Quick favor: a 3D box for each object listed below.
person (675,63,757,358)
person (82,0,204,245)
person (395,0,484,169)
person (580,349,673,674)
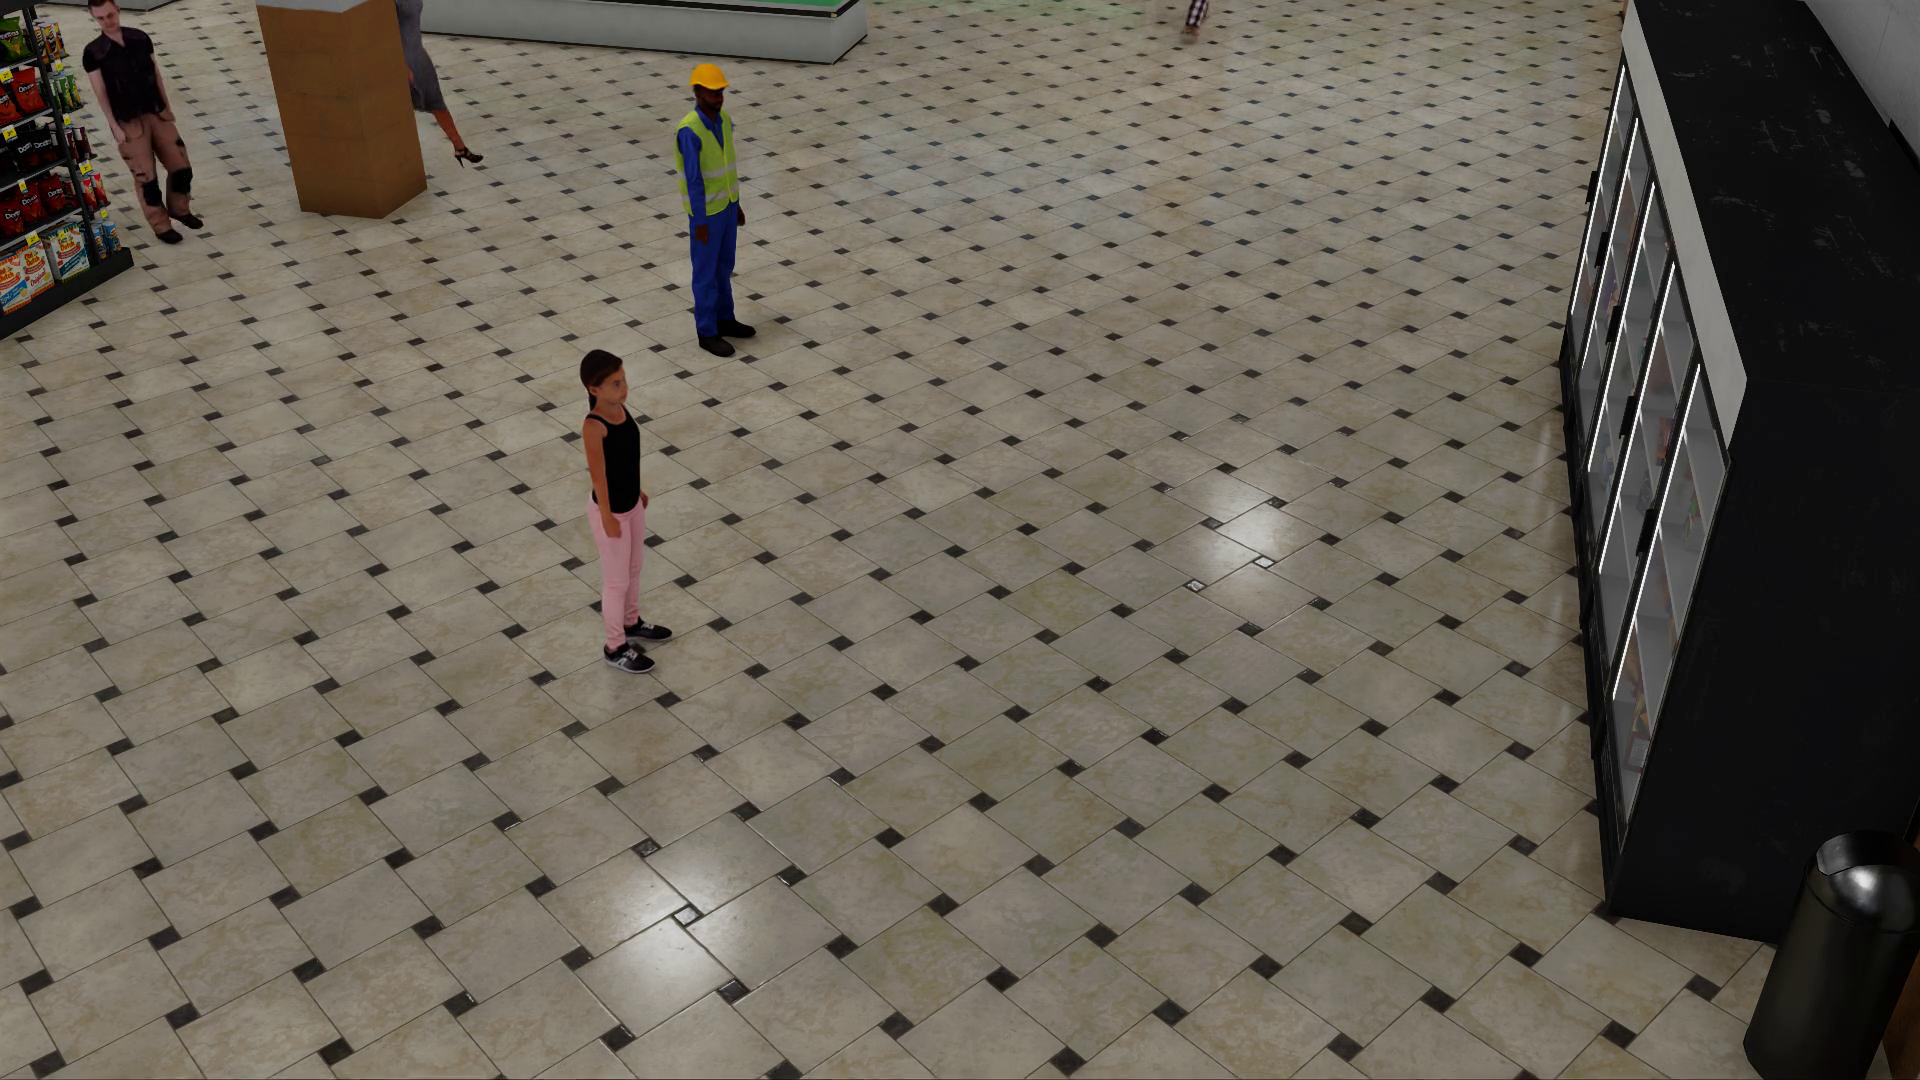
[{"bbox_3d":[-1.544,-2.073,10.378,0.630,1.810,0.699,14,34,21],"label":"person"},{"bbox_3d":[-5.921,-3.024,11.896,0.806,1.821,0.815,20,37,29],"label":"person"},{"bbox_3d":[-4.447,-3.751,13.151,1.094,1.729,0.600,8,33,13],"label":"person"},{"bbox_3d":[-1.547,-0.145,7.512,0.502,1.564,0.536,6,32,10],"label":"person"}]
